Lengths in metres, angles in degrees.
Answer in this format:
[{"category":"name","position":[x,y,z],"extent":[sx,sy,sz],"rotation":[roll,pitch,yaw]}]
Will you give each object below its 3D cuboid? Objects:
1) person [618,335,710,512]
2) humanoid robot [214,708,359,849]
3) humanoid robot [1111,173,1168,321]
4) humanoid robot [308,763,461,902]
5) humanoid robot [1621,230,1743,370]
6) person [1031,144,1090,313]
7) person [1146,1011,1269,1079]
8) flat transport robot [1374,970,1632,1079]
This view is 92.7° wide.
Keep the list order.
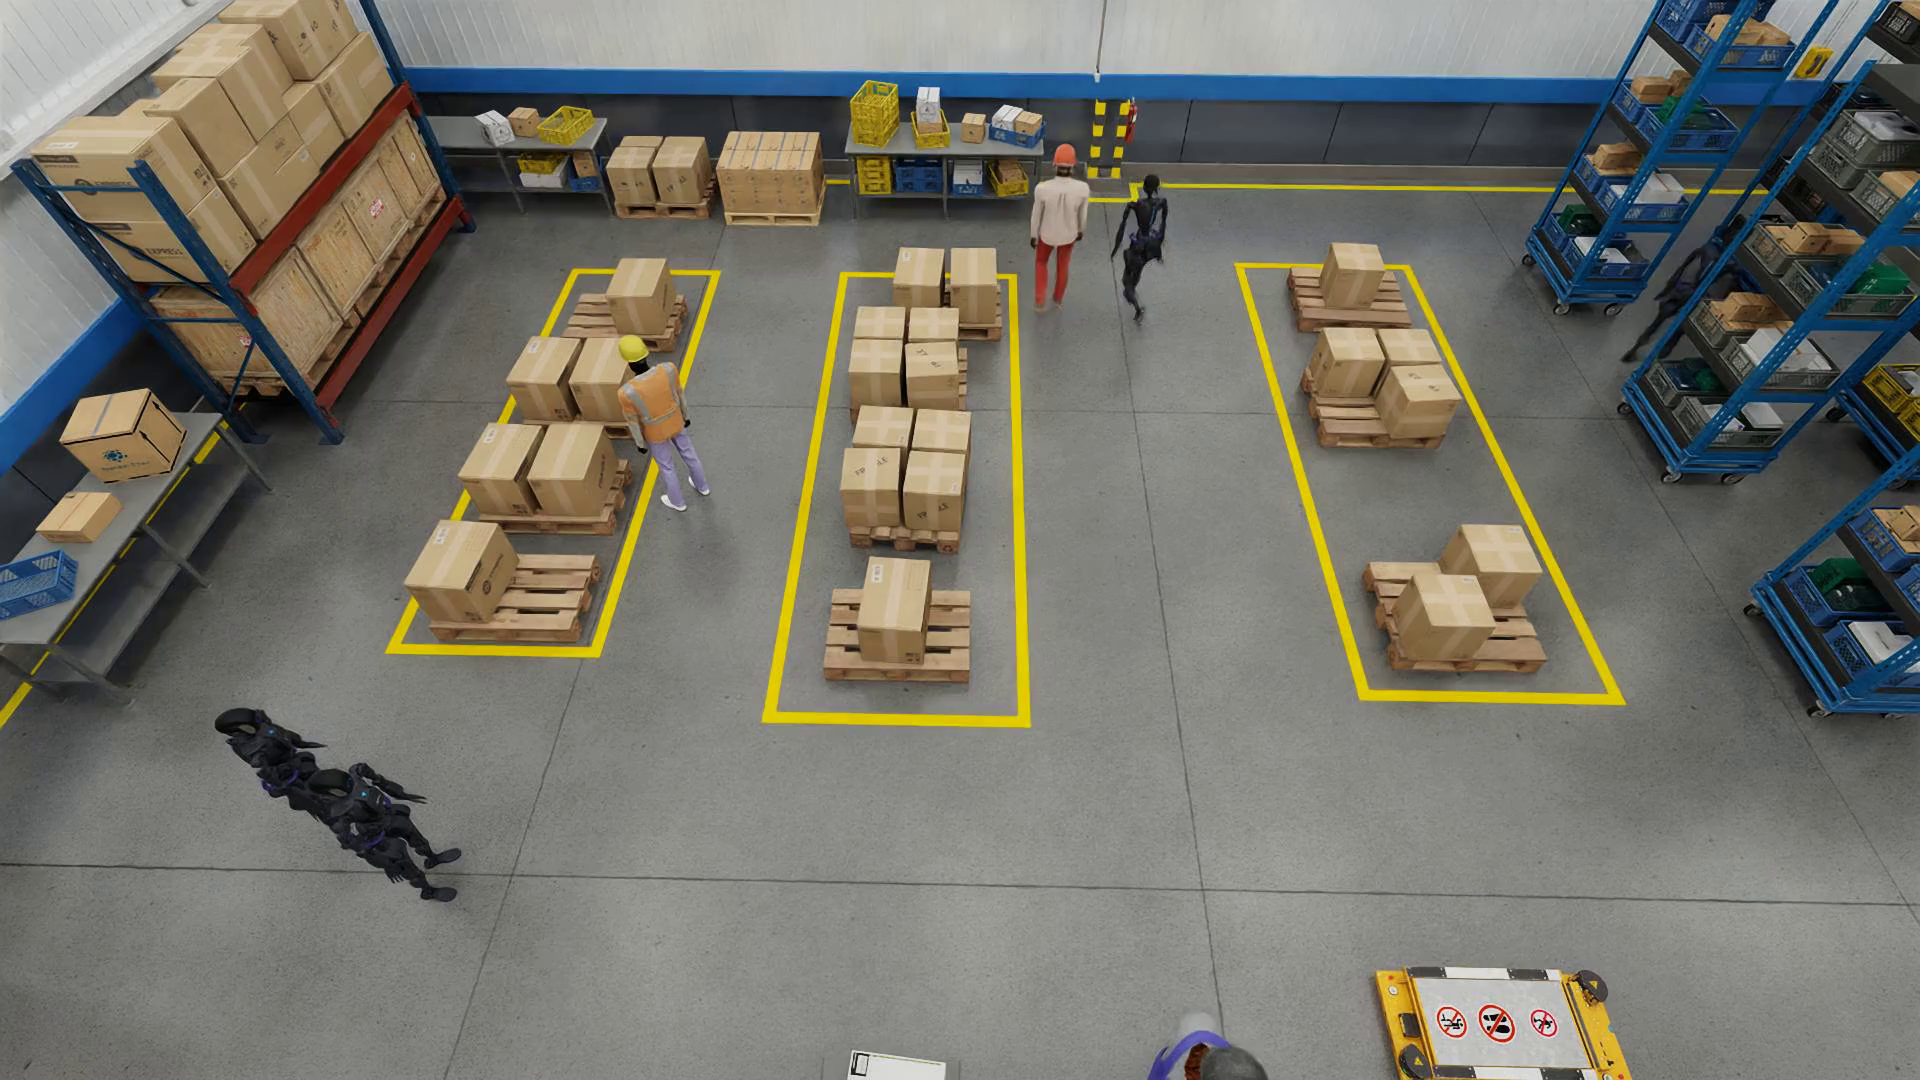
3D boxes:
[{"category":"person","position":[-2.701,-1.039,8.272],"extent":[0.403,1.918,0.581],"rotation":[36,59,25]},{"category":"humanoid robot","position":[-4.516,1.599,6.264],"extent":[0.325,1.657,0.596],"rotation":[-23,55,-18]},{"category":"humanoid robot","position":[2.031,-3.263,10.244],"extent":[0.577,1.632,0.561],"rotation":[-17,53,-14]},{"category":"humanoid robot","position":[-3.739,1.901,6.018],"extent":[0.326,1.657,0.592],"rotation":[-9,51,-7]},{"category":"humanoid robot","position":[7.612,-2.468,9.581],"extent":[0.356,1.647,0.660],"rotation":[-23,54,-18]},{"category":"person","position":[1.086,-3.423,10.170],"extent":[0.621,1.988,0.431],"rotation":[0,51,0]},{"category":"person","position":[1.255,3.014,4.887],"extent":[0.536,2.000,0.680],"rotation":[11,52,9]},{"category":"flat transport robot","position":[3.501,3.133,5.914],"extent":[1.431,0.197,0.652],"rotation":[1,51,1]}]
